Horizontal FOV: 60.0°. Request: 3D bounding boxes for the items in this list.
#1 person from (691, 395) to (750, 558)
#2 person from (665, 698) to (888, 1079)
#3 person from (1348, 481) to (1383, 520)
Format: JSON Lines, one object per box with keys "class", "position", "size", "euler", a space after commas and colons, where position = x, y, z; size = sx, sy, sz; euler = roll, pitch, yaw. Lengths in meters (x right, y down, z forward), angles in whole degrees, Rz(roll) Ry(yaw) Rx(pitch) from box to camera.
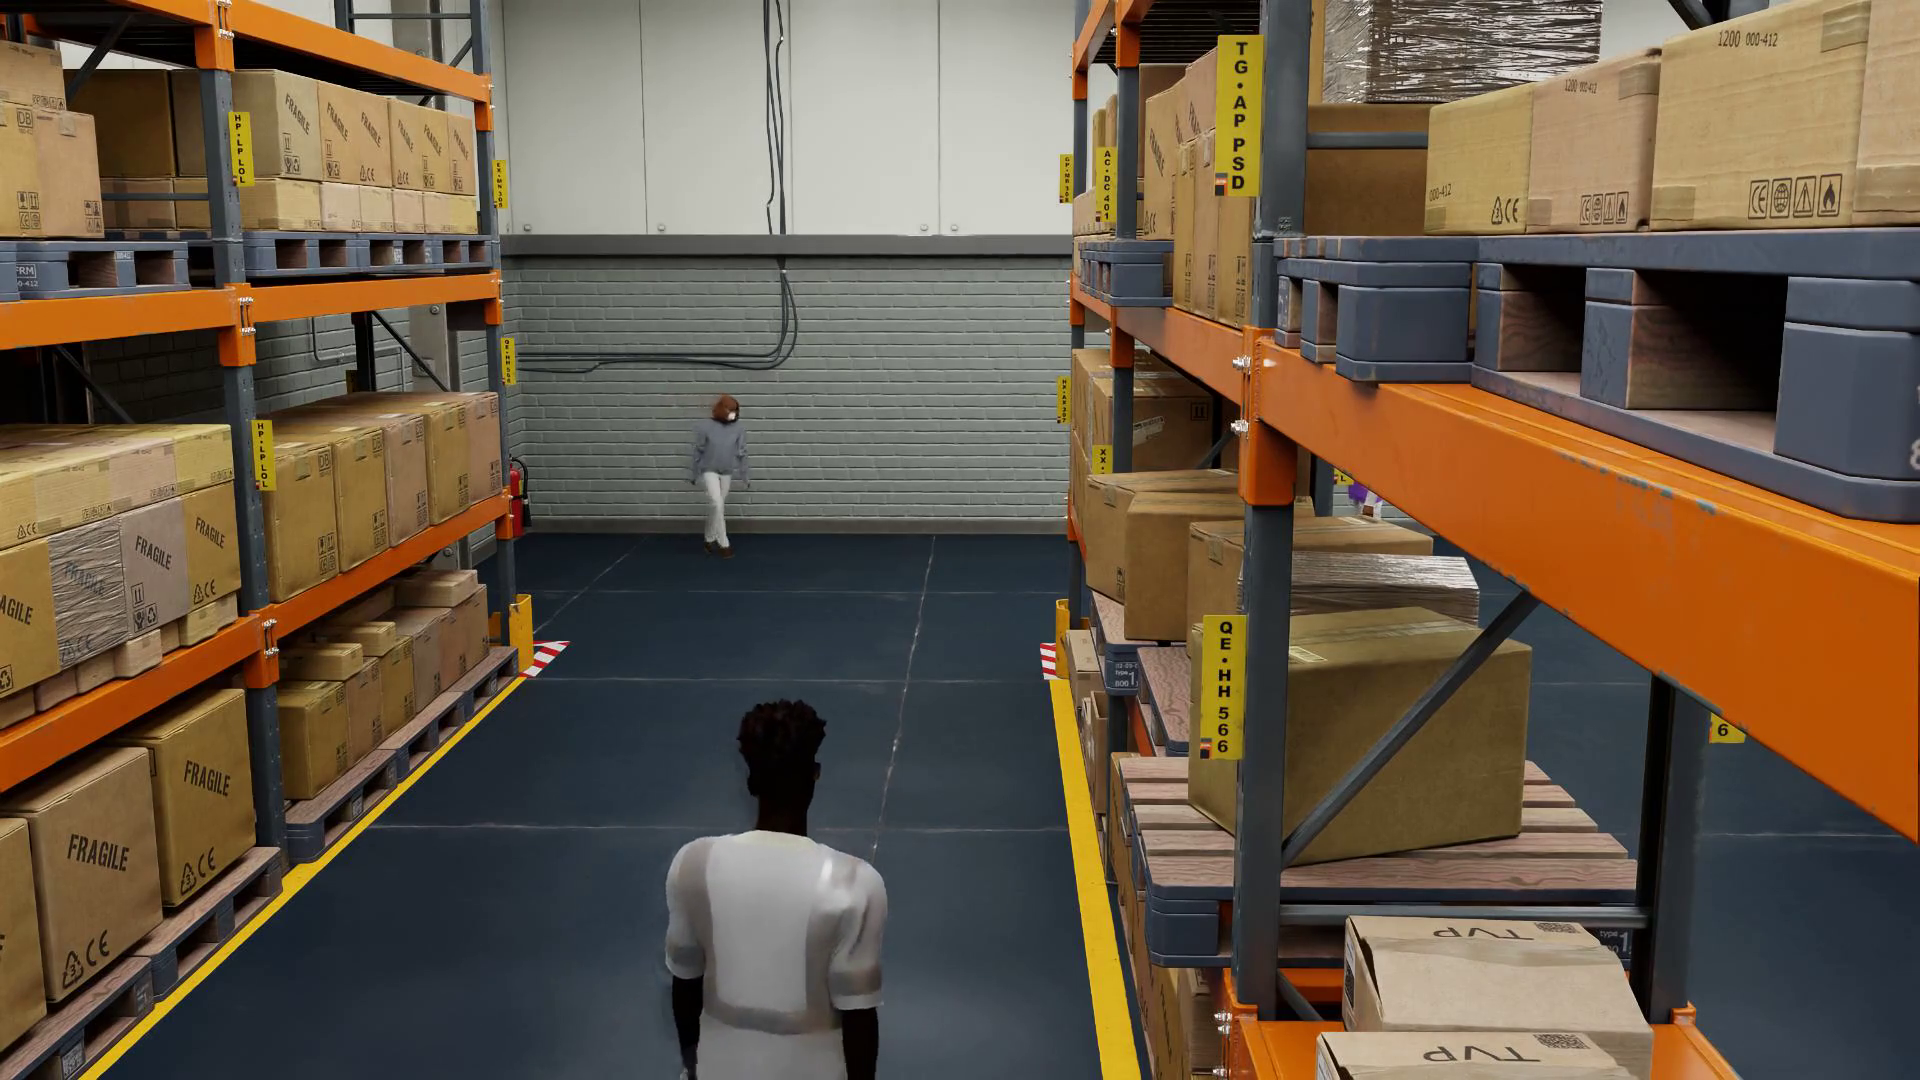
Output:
{"class": "person", "position": [-2.320, -0.622, 16.184], "size": [0.510, 1.574, 0.789], "euler": [-7, 12, -34]}
{"class": "person", "position": [-0.480, 1.350, 4.185], "size": [0.612, 1.920, 1.033], "euler": [3, 10, 15]}
{"class": "person", "position": [3.349, -0.377, 13.841], "size": [0.368, 1.933, 0.552], "euler": [1, 10, 4]}
